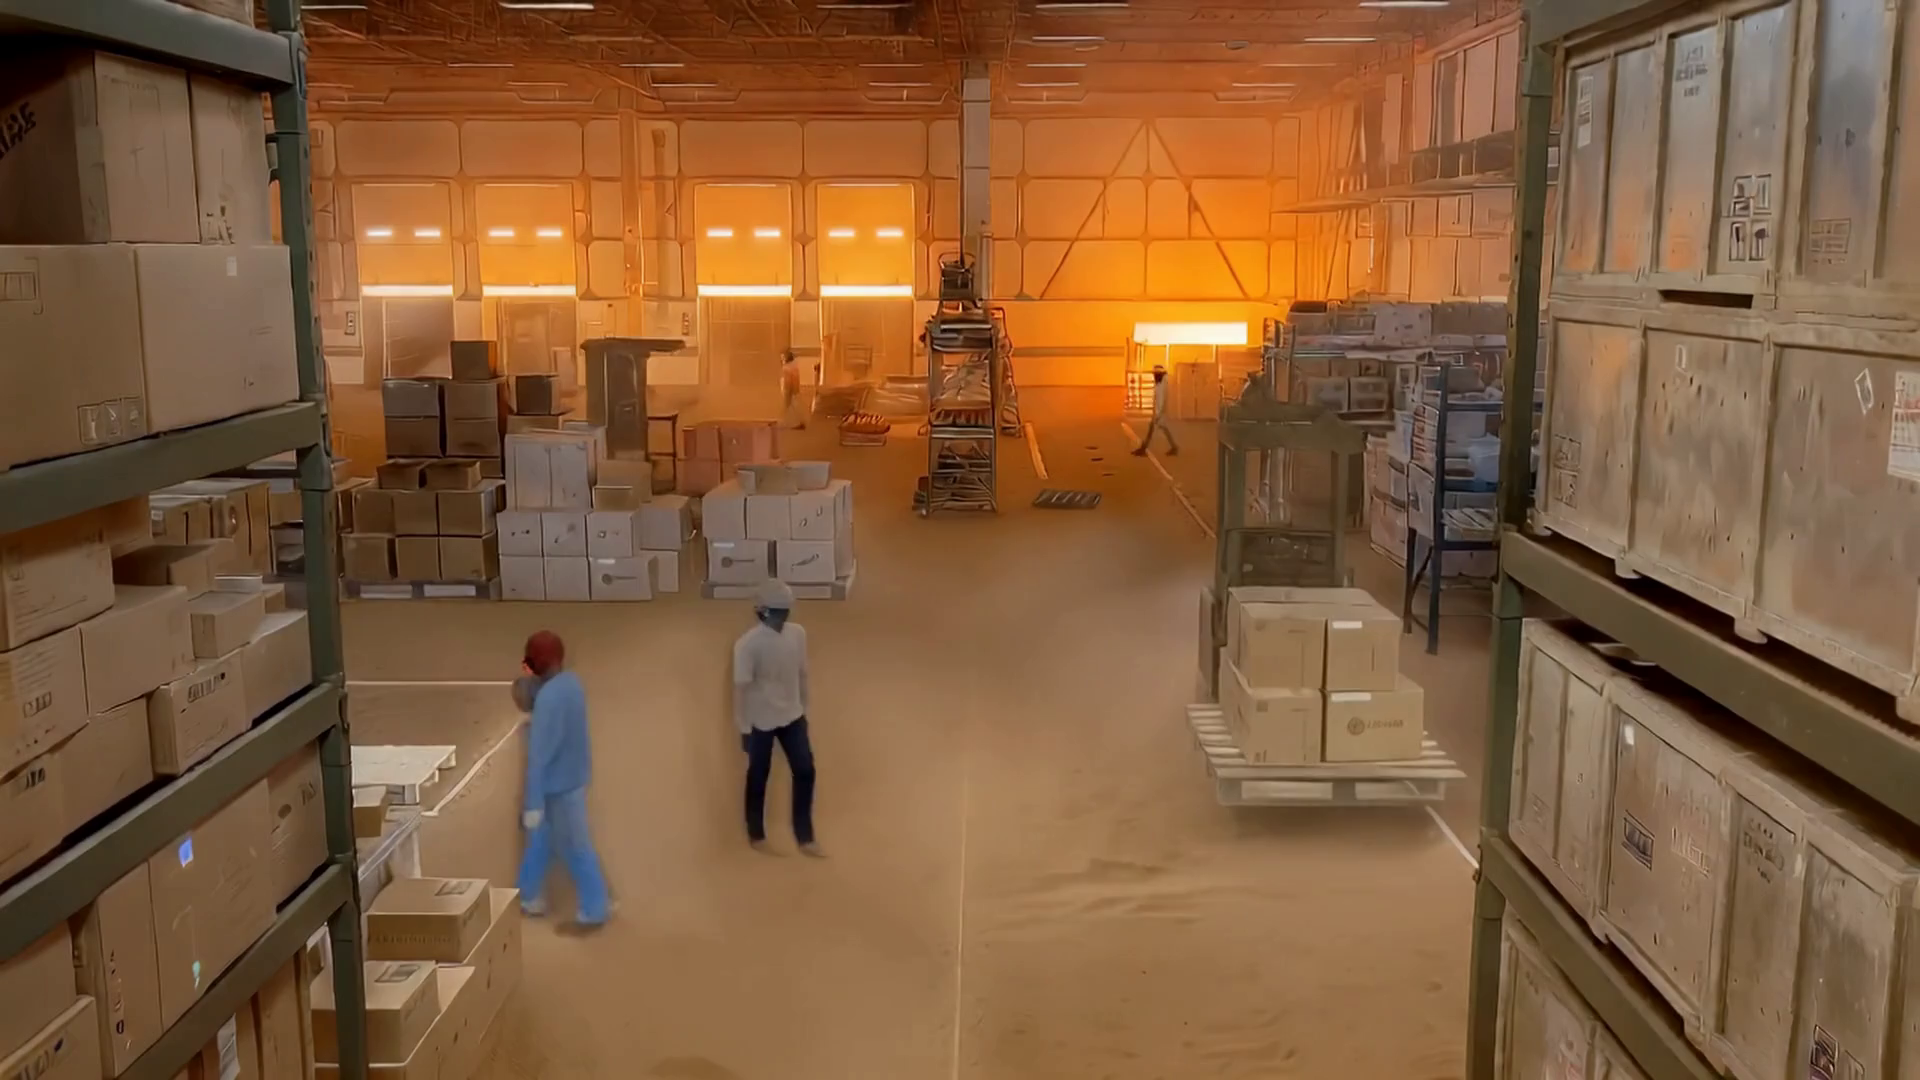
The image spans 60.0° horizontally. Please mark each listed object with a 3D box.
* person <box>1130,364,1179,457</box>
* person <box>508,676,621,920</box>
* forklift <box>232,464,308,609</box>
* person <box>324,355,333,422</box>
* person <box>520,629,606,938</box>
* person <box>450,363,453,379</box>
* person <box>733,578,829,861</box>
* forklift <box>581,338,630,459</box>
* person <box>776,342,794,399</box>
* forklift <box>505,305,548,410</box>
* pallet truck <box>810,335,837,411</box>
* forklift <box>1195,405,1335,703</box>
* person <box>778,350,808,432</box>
[{"bbox_3d":[3.985,-2.614,33.670,1.021,1.878,0.561,-1,10,-6],"label":"person"},{"bbox_3d":[-2.493,1.593,10.247,0.865,1.582,0.568,2,10,11],"label":"person"},{"bbox_3d":[-7.470,-0.202,16.865,1.873,2.768,1.129,0,10,0],"label":"forklift"},{"bbox_3d":[-15.311,-3.629,39.951,0.491,1.729,0.403,-5,11,-29],"label":"person"},{"bbox_3d":[-2.534,1.476,9.968,0.829,1.910,0.662,-1,10,-4],"label":"person"},{"bbox_3d":[-10.385,-2.805,34.734,0.867,1.888,0.651,5,11,28],"label":"person"},{"bbox_3d":[-1.198,1.232,11.215,0.665,1.963,0.796,-9,13,-42],"label":"person"},{"bbox_3d":[-5.320,-1.639,25.159,1.873,2.768,1.129,3,10,15],"label":"forklift"},{"bbox_3d":[-4.932,-4.791,47.059,0.536,1.593,0.856,7,12,36],"label":"person"},{"bbox_3d":[-10.736,-4.433,41.277,1.129,2.768,1.873,0,10,1],"label":"forklift"},{"bbox_3d":[-3.021,-4.312,43.126,1.885,1.965,0.823,3,10,17],"label":"pallet truck"},{"bbox_3d":[2.695,0.230,14.375,1.129,2.768,1.873,0,10,1],"label":"forklift"},{"bbox_3d":[-3.955,-3.430,38.378,1.032,1.878,0.651,-5,11,-28],"label":"person"}]
